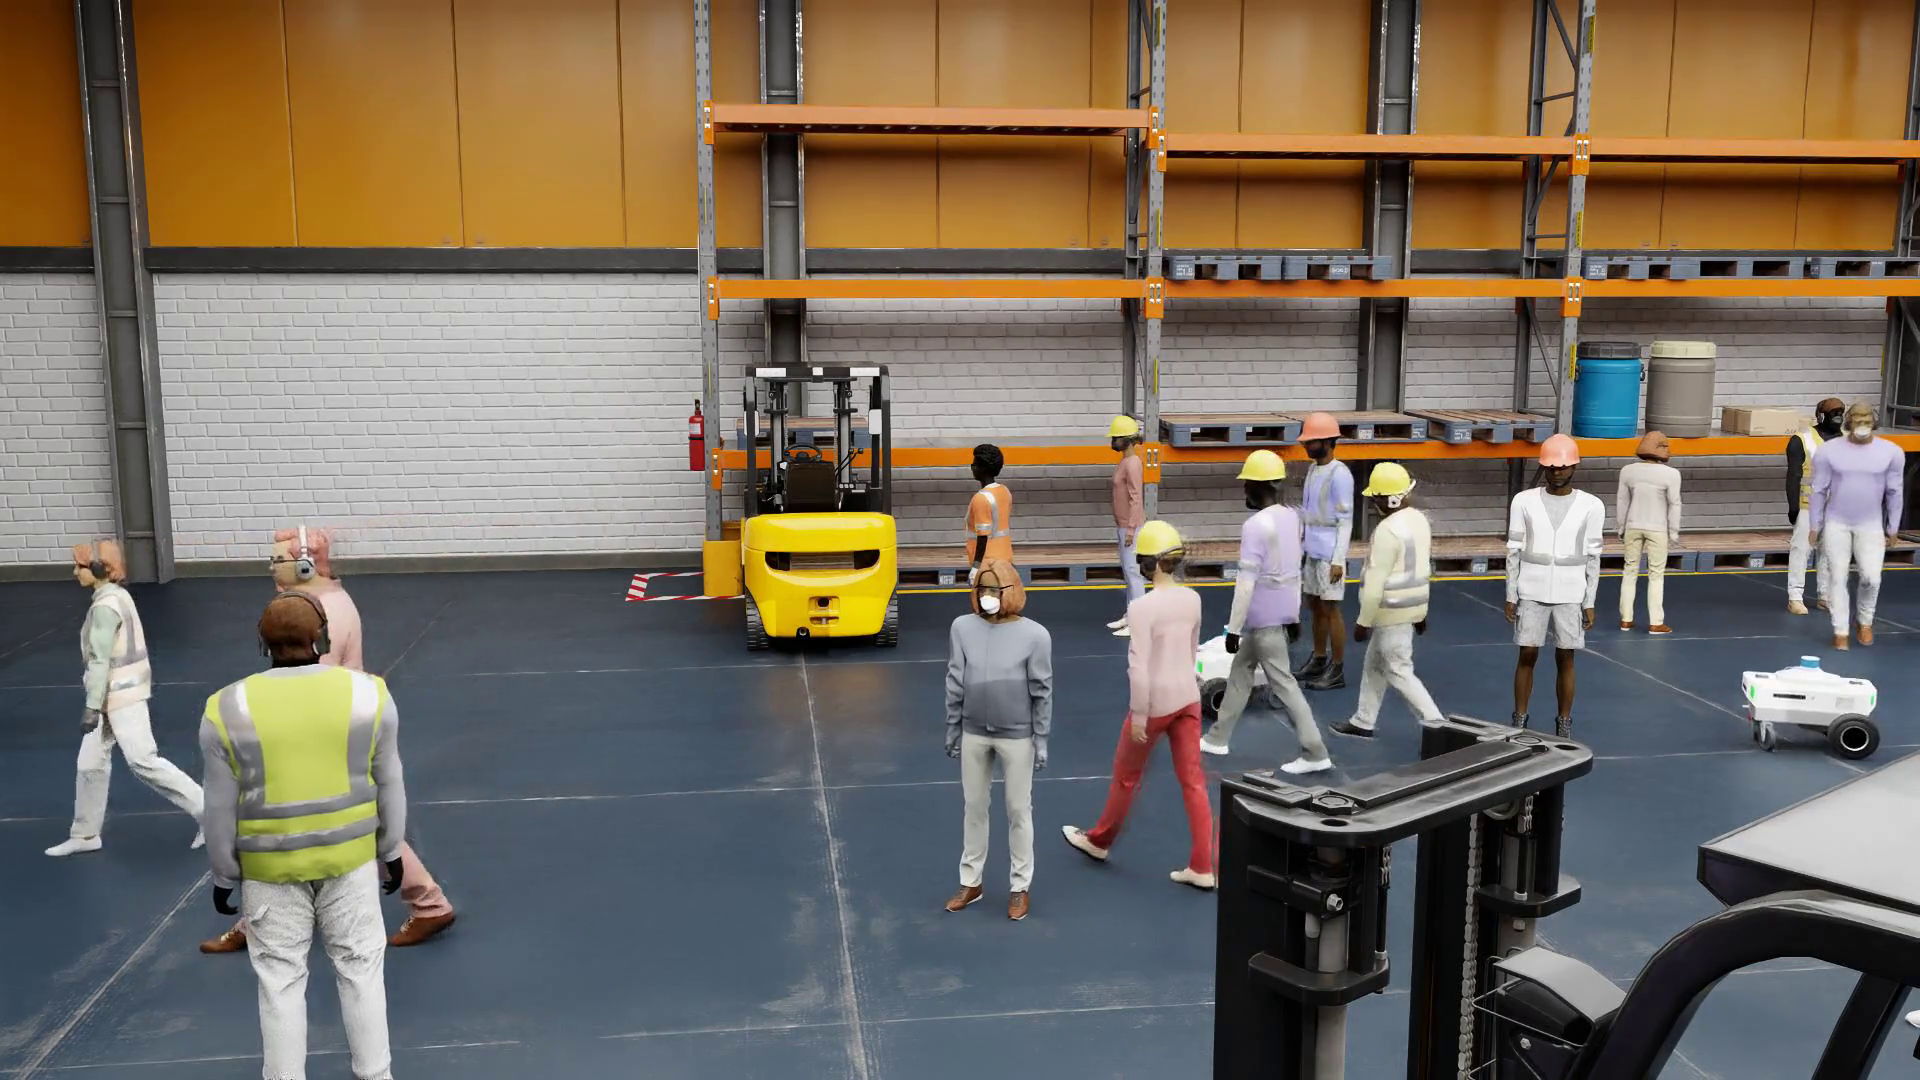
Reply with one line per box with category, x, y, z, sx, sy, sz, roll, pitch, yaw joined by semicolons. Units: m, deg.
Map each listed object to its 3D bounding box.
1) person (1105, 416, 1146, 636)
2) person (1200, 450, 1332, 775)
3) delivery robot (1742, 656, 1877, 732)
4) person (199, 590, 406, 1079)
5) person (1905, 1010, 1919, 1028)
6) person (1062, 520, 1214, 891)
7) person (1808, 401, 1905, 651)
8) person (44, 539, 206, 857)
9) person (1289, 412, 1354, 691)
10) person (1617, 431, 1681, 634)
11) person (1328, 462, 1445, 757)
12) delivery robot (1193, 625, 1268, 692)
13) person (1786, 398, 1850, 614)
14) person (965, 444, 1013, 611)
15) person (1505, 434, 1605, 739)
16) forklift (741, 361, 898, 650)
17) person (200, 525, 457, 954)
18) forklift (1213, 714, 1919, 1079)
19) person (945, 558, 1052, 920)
person;1.318;-0.112;13.282;0.328;1.765;0.532;0;9;-1
person;1.767;0.414;9.662;0.974;1.880;0.601;6;11;32
delivery robot;5.154;0.950;10.120;0.707;0.478;0.477;3;10;19
person;-2.199;1.084;5.613;0.638;1.841;0.429;-5;10;-27
person;3.903;0.953;6.152;0.391;1.920;0.593;-4;10;-23
person;0.901;0.763;7.923;0.553;1.718;0.881;-8;12;-41
person;6.826;-0.101;12.712;0.642;1.921;0.434;5;10;27
person;-4.101;0.776;8.235;0.820;1.600;0.509;-4;10;-24
person;2.499;0.078;11.562;0.378;1.932;0.551;-2;9;-13
person;5.532;-0.062;13.381;0.286;1.631;0.502;-9;13;-44
person;2.632;0.418;9.944;0.861;1.788;0.615;6;11;33
delivery robot;1.795;0.805;10.999;0.707;0.478;0.477;-5;10;-23
person;7.326;-0.286;14.119;0.627;1.847;0.429;-1;9;-5
person;0.199;0.167;11.750;0.319;1.697;0.533;3;10;20
person;3.559;0.326;10.004;0.545;1.939;0.354;3;10;20
forklift;-1.154;-0.340;13.365;1.214;2.155;2.313;-1;9;-7
person;-2.684;0.852;7.027;1.026;1.856;0.654;-4;10;-22
forklift;1.441;1.425;2.350;1.214;2.155;2.313;-7;12;-39
person;0.166;0.885;7.461;0.498;1.634;0.284;4;10;23
